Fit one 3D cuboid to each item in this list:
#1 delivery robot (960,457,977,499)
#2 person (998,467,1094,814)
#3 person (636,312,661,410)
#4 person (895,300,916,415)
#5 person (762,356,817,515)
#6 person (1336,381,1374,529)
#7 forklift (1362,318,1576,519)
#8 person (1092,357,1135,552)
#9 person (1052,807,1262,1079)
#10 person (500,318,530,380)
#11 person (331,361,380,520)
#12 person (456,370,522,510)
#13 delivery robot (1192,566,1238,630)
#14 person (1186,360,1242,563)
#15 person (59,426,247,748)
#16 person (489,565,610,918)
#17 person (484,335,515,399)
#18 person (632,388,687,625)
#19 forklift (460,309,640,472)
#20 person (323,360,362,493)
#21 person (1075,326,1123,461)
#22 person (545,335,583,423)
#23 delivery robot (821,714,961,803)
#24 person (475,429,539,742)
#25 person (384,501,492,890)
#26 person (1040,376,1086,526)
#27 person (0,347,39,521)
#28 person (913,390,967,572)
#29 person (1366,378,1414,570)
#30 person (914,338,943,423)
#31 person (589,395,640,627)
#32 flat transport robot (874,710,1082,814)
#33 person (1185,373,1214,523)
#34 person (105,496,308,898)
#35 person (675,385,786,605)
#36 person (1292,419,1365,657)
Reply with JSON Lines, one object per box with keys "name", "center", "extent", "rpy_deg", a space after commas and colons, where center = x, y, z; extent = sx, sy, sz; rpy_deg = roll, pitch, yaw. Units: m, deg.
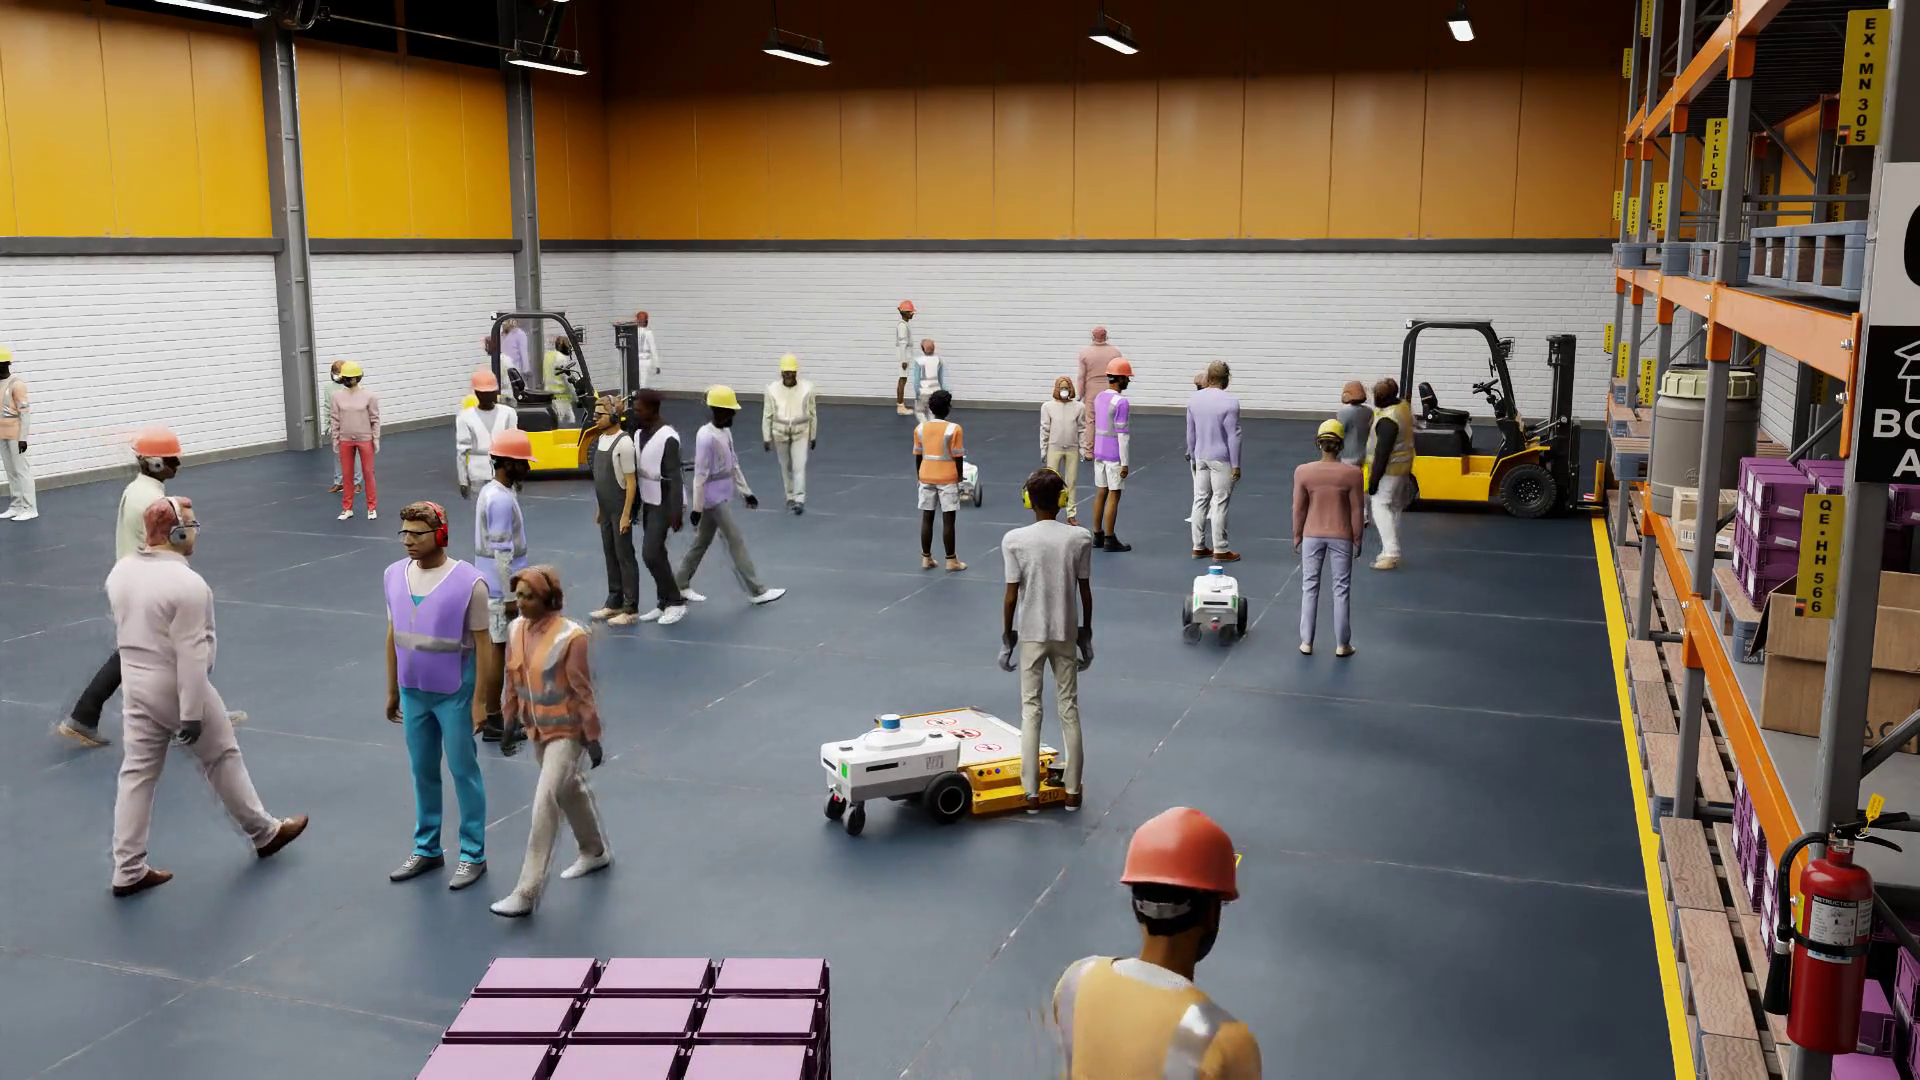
{"name": "delivery robot", "center": [0.019, -0.733, 19.466], "extent": [0.477, 0.478, 0.707], "rpy_deg": [1, 10, 4]}
{"name": "person", "center": [0.463, 0.542, 8.894], "extent": [0.518, 1.857, 0.327], "rpy_deg": [-1, 10, -8]}
{"name": "person", "center": [-5.538, -3.114, 29.471], "extent": [0.612, 1.848, 0.885], "rpy_deg": [7, 12, 34]}
{"name": "person", "center": [-0.968, -3.257, 29.754], "extent": [0.397, 2.043, 0.609], "rpy_deg": [0, 10, 0]}
{"name": "person", "center": [-1.932, -1.187, 18.822], "extent": [0.612, 1.779, 0.932], "rpy_deg": [-1, 10, -3]}
{"name": "person", "center": [4.100, -0.856, 17.433], "extent": [0.501, 1.620, 0.357], "rpy_deg": [-7, 12, -36]}
{"name": "forklift", "center": [5.787, -1.437, 19.079], "extent": [2.313, 2.155, 1.214], "rpy_deg": [3, 11, 19]}
{"name": "person", "center": [1.537, -0.842, 16.501], "extent": [0.396, 1.929, 0.539], "rpy_deg": [-5, 11, -26]}
{"name": "person", "center": [0.455, 1.497, 3.499], "extent": [0.963, 1.856, 0.574], "rpy_deg": [-9, 14, -42]}
{"name": "person", "center": [-7.680, -2.881, 28.109], "extent": [0.665, 1.874, 0.838], "rpy_deg": [7, 12, 36]}
{"name": "person", "center": [-6.669, -1.094, 18.367], "extent": [0.525, 1.765, 0.329], "rpy_deg": [-1, 10, -4]}
{"name": "person", "center": [-4.218, -0.570, 14.996], "extent": [0.578, 1.905, 0.882], "rpy_deg": [-4, 11, -23]}
{"name": "delivery robot", "center": [1.970, 0.445, 12.830], "extent": [0.477, 0.478, 0.707], "rpy_deg": [1, 10, 8]}
{"name": "person", "center": [2.450, -0.753, 15.951], "extent": [0.359, 1.937, 0.635], "rpy_deg": [-8, 13, -38]}
{"name": "person", "center": [-5.005, 0.283, 10.129], "extent": [1.029, 1.948, 0.641], "rpy_deg": [-6, 12, -32]}
{"name": "person", "center": [-1.903, 0.898, 7.655], "extent": [0.531, 1.584, 0.864], "rpy_deg": [8, 13, 37]}
{"name": "person", "center": [-6.071, -1.907, 22.759], "extent": [0.869, 1.843, 0.614], "rpy_deg": [-8, 13, -38]}
{"name": "person", "center": [-2.434, -0.272, 13.334], "extent": [0.449, 1.900, 0.610], "rpy_deg": [-6, 12, -32]}
{"name": "forklift", "center": [-5.354, -1.902, 21.697], "extent": [2.313, 2.155, 1.214], "rpy_deg": [-2, 10, -13]}
{"name": "person", "center": [-7.546, -1.386, 20.371], "extent": [0.498, 1.633, 0.278], "rpy_deg": [1, 10, 5]}
{"name": "person", "center": [1.948, -2.044, 23.340], "extent": [0.687, 1.903, 0.405], "rpy_deg": [-1, 10, -7]}
{"name": "person", "center": [-5.563, -1.968, 23.274], "extent": [0.963, 1.780, 0.626], "rpy_deg": [-5, 11, -26]}
{"name": "delivery robot", "center": [-0.366, 1.165, 8.778], "extent": [0.707, 0.478, 0.477], "rpy_deg": [-5, 11, -26]}
{"name": "person", "center": [-2.772, 0.275, 10.234], "extent": [0.420, 1.920, 0.547], "rpy_deg": [-3, 11, -17]}
{"name": "person", "center": [-2.473, 0.722, 7.899], "extent": [0.571, 1.845, 0.382], "rpy_deg": [4, 11, 20]}
{"name": "person", "center": [1.112, -0.953, 17.932], "extent": [0.507, 1.632, 0.275], "rpy_deg": [-1, 10, -8]}
{"name": "person", "center": [-10.472, -1.168, 18.315], "extent": [0.594, 1.924, 0.382], "rpy_deg": [7, 12, 34]}
{"name": "person", "center": [-0.187, -0.549, 15.476], "extent": [0.533, 1.697, 0.322], "rpy_deg": [6, 12, 32]}
{"name": "person", "center": [4.021, -0.625, 15.645], "extent": [0.431, 1.809, 0.699], "rpy_deg": [6, 12, 30]}
{"name": "person", "center": [-0.480, -2.227, 25.123], "extent": [0.523, 1.625, 0.388], "rpy_deg": [-5, 11, -28]}
{"name": "person", "center": [-2.767, -0.236, 13.299], "extent": [0.342, 1.846, 0.508], "rpy_deg": [-8, 13, -38]}
{"name": "flat transport robot", "center": [0.060, 1.222, 9.518], "extent": [0.652, 0.197, 1.431], "rpy_deg": [-5, 11, -26]}
{"name": "person", "center": [2.666, -0.996, 18.159], "extent": [0.522, 1.638, 0.309], "rpy_deg": [-8, 13, -38]}
{"name": "person", "center": [-3.684, 0.708, 7.954], "extent": [0.645, 1.858, 0.968], "rpy_deg": [5, 11, 25]}
{"name": "person", "center": [-2.005, -0.373, 14.026], "extent": [1.042, 1.863, 0.601], "rpy_deg": [1, 10, 4]}
{"name": "person", "center": [2.716, -0.011, 12.280], "extent": [0.523, 1.760, 0.325], "rpy_deg": [4, 11, 20]}
